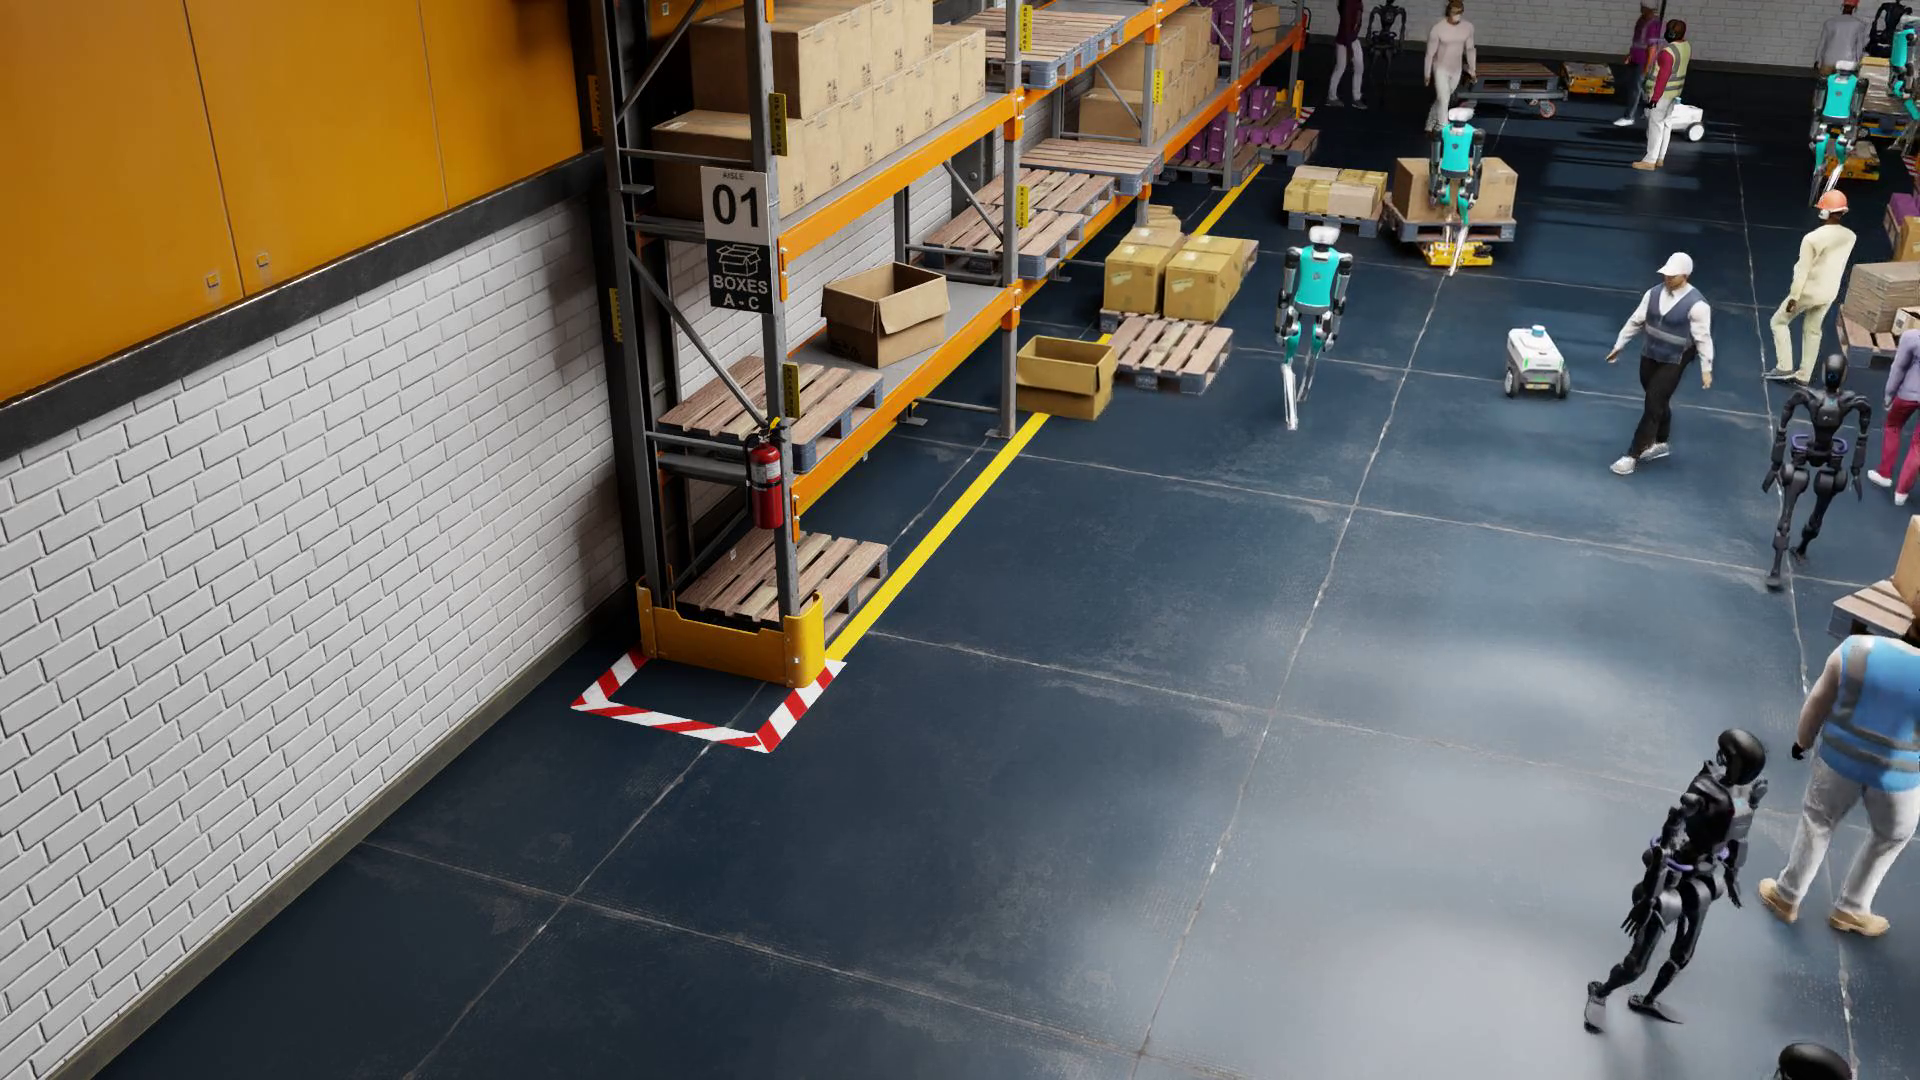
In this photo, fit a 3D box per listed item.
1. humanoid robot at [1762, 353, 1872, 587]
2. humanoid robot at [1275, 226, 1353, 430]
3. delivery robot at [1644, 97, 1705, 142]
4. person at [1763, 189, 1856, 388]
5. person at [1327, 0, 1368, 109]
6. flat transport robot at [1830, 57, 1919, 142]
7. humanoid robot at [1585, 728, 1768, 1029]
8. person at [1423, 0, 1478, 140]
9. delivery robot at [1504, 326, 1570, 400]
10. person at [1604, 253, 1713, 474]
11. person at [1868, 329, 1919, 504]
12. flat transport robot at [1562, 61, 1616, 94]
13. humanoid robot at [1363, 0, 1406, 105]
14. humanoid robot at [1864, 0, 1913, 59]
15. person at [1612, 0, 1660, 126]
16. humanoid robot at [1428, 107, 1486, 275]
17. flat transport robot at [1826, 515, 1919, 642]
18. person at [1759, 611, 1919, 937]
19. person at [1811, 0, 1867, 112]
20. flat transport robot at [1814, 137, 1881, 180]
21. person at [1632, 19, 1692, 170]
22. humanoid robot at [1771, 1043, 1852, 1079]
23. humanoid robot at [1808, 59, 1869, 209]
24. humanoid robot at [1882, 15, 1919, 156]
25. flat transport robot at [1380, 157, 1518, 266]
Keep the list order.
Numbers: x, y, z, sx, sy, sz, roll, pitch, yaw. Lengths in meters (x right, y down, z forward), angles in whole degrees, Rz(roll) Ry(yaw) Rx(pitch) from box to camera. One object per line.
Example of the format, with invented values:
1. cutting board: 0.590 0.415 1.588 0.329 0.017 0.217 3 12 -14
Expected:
1. humanoid robot: 5.771 -0.480 11.190 0.608 1.637 0.711 10 29 18
2. humanoid robot: 2.876 -1.815 13.694 0.564 1.773 0.982 5 28 10
3. delivery robot: 9.622 -5.654 22.397 0.751 0.587 0.525 -6 28 -11
4. person: 7.325 -2.168 14.353 0.586 1.733 0.481 -10 29 -18
5. person: 5.601 -7.097 23.744 0.535 1.897 0.727 -23 35 -37
6. flat transport robot: 12.660 -5.594 22.602 1.431 0.231 0.659 15 31 27
7. humanoid robot: 3.178 1.487 7.342 0.613 1.647 0.460 -12 30 -22
8. person: 6.451 -6.133 21.878 0.649 1.883 1.015 -8 28 -15
9. delivery robot: 4.992 -1.559 14.463 0.499 0.595 0.781 2 27 4
10. person: 5.338 -1.358 12.794 0.878 1.715 0.781 -15 31 -26
11. person: 7.142 -1.072 12.357 0.526 1.620 0.511 10 29 19
12. flat transport robot: 9.632 -7.085 25.493 0.659 0.231 1.431 7 28 13
13. humanoid robot: 6.156 -7.168 24.117 0.591 1.652 0.328 1 27 2
14. humanoid robot: 13.490 -7.243 24.273 0.425 1.644 0.595 -16 32 -29
15. person: 9.430 -6.598 22.855 0.575 1.820 0.557 -2 27 -3
16. humanoid robot: 5.148 -3.644 17.231 0.538 1.766 0.849 13 30 24
17. flat transport robot: 6.088 0.798 10.202 1.431 0.231 0.659 -16 31 -28
18. person: 4.363 1.086 7.972 0.682 1.813 0.435 18 32 31
19. person: 12.282 -6.741 23.261 0.584 1.719 0.837 12 30 22
20. flat transport robot: 11.291 -4.866 21.190 0.659 0.231 1.431 10 29 19
21. person: 8.819 -5.587 20.872 0.429 1.842 0.632 23 35 38
22. humanoid robot: 2.685 2.300 5.795 0.552 1.652 0.616 15 31 27
23. humanoid robot: 10.112 -4.613 19.215 0.547 1.910 0.704 21 34 35
24. humanoid robot: 12.333 -5.865 21.553 0.742 1.805 0.544 1 27 2
25. flat transport robot: 5.282 -3.294 18.139 0.659 0.231 1.431 0 27 0
